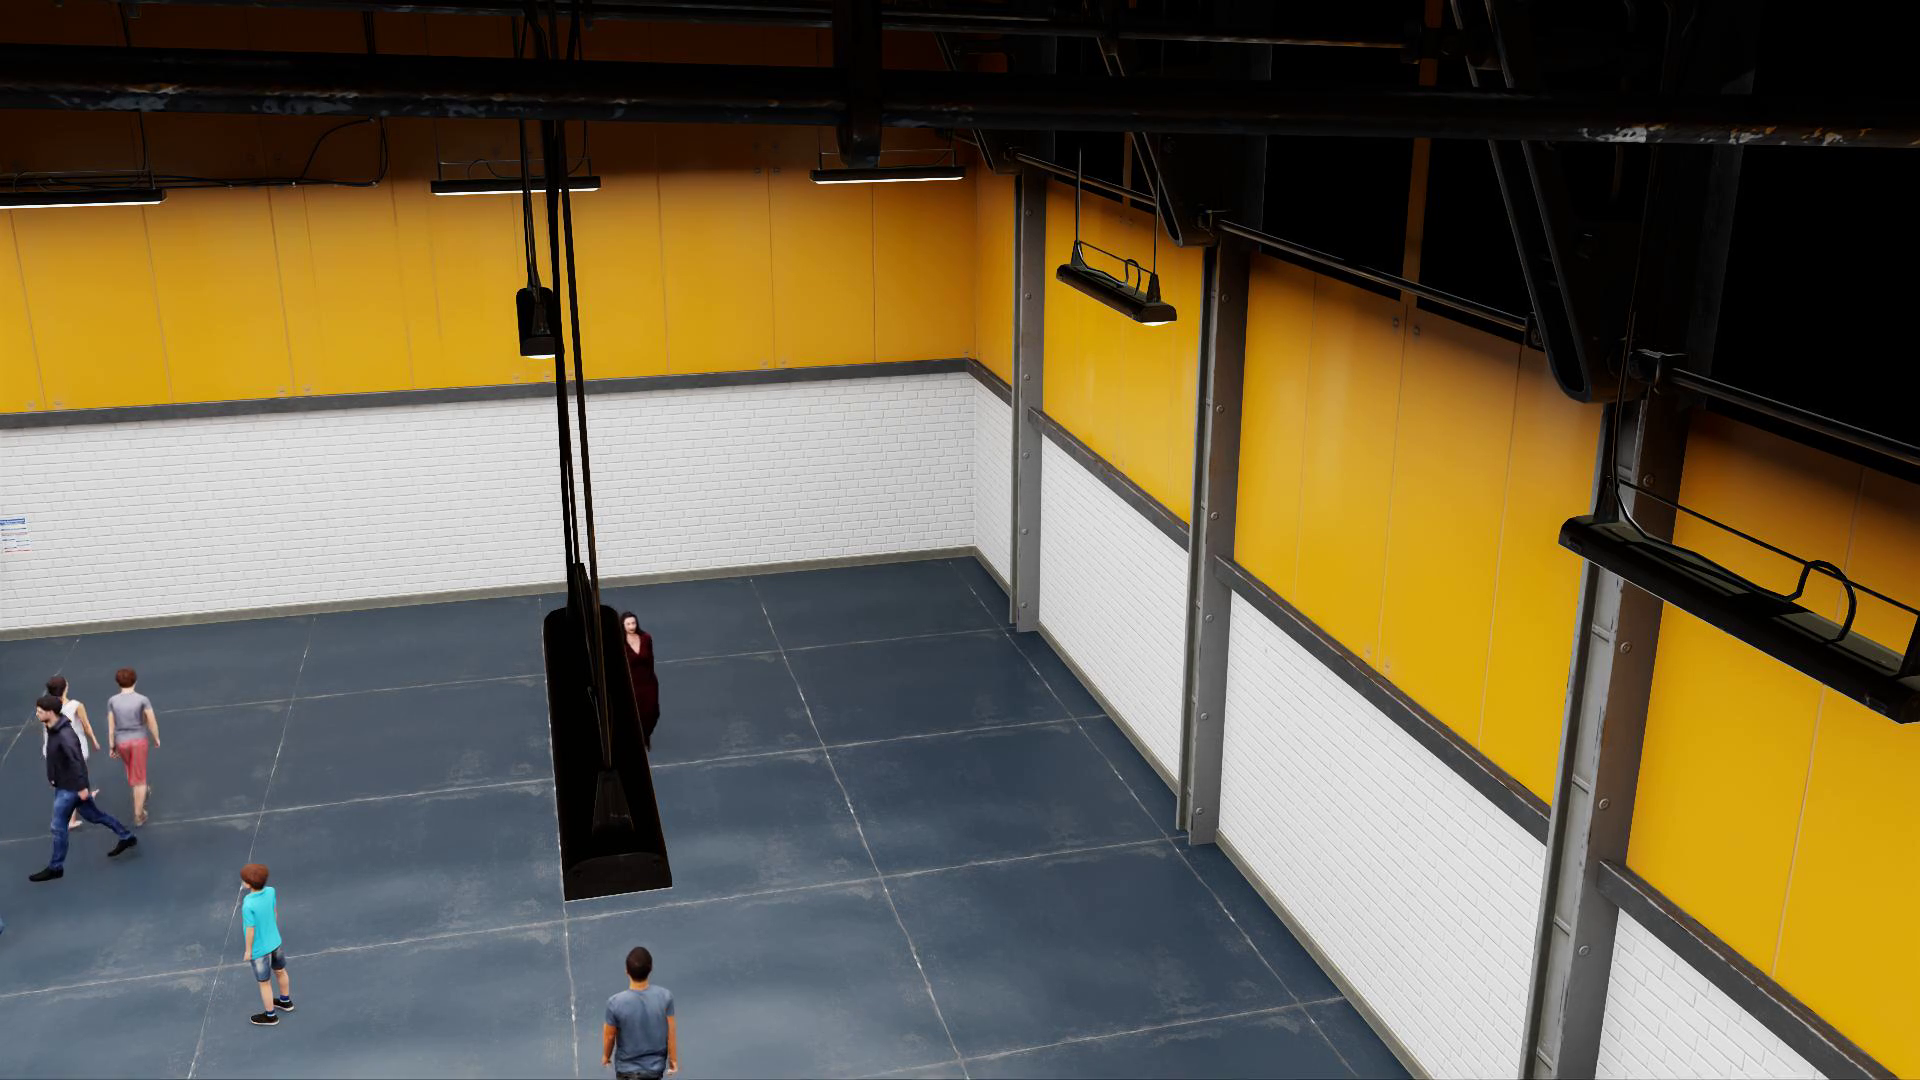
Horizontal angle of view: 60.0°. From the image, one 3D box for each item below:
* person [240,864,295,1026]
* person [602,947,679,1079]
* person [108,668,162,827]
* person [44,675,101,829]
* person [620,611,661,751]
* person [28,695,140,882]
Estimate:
[{"bbox_3d":[-5.776,3.327,13.812,0.655,1.450,0.560,5,19,15],"label":"person"},{"bbox_3d":[-2.254,3.810,11.873,0.830,1.772,1.204,-10,21,-26],"label":"person"},{"bbox_3d":[-8.496,2.147,17.045,0.665,1.623,0.972,-3,19,-10],"label":"person"},{"bbox_3d":[-9.122,2.190,17.017,0.756,1.558,1.134,0,19,-1],"label":"person"},{"bbox_3d":[-3.656,1.587,18.514,0.775,1.747,0.799,-11,22,-31],"label":"person"},{"bbox_3d":[-8.496,2.348,16.095,1.076,1.848,1.271,-13,23,-35],"label":"person"}]
